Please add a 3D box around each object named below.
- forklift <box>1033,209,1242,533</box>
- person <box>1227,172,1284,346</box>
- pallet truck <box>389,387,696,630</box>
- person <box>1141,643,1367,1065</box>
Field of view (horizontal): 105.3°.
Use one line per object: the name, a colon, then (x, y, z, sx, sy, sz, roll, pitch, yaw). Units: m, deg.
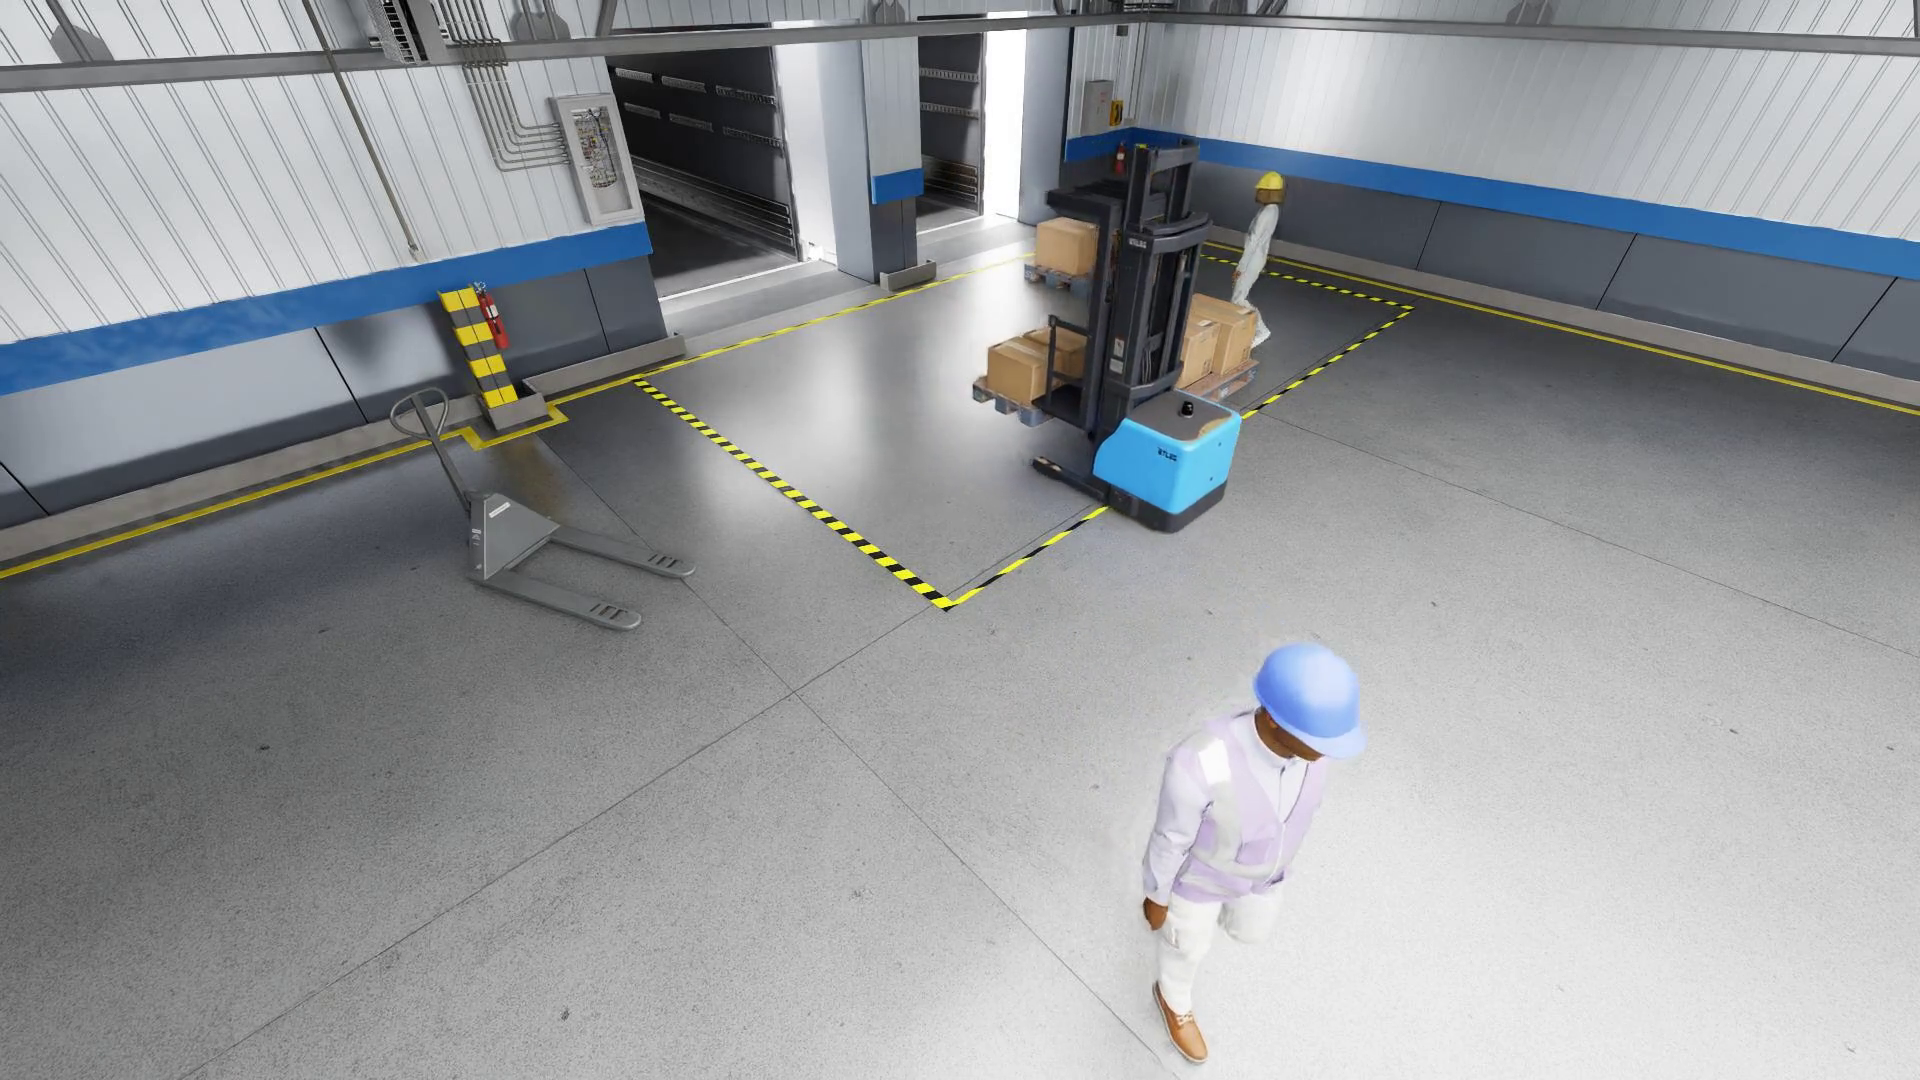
forklift: (1.464, -1.137, 5.088, 0.716, 2.013, 0.776, -30, 47, -33)
person: (3.010, -2.842, 7.551, 0.720, 1.716, 0.491, 20, 42, 24)
pallet truck: (-2.613, -0.247, 4.593, 1.601, 1.201, 0.680, 14, 40, 17)
person: (0.839, 0.996, 2.419, 0.623, 1.931, 0.689, -12, 39, -15)
